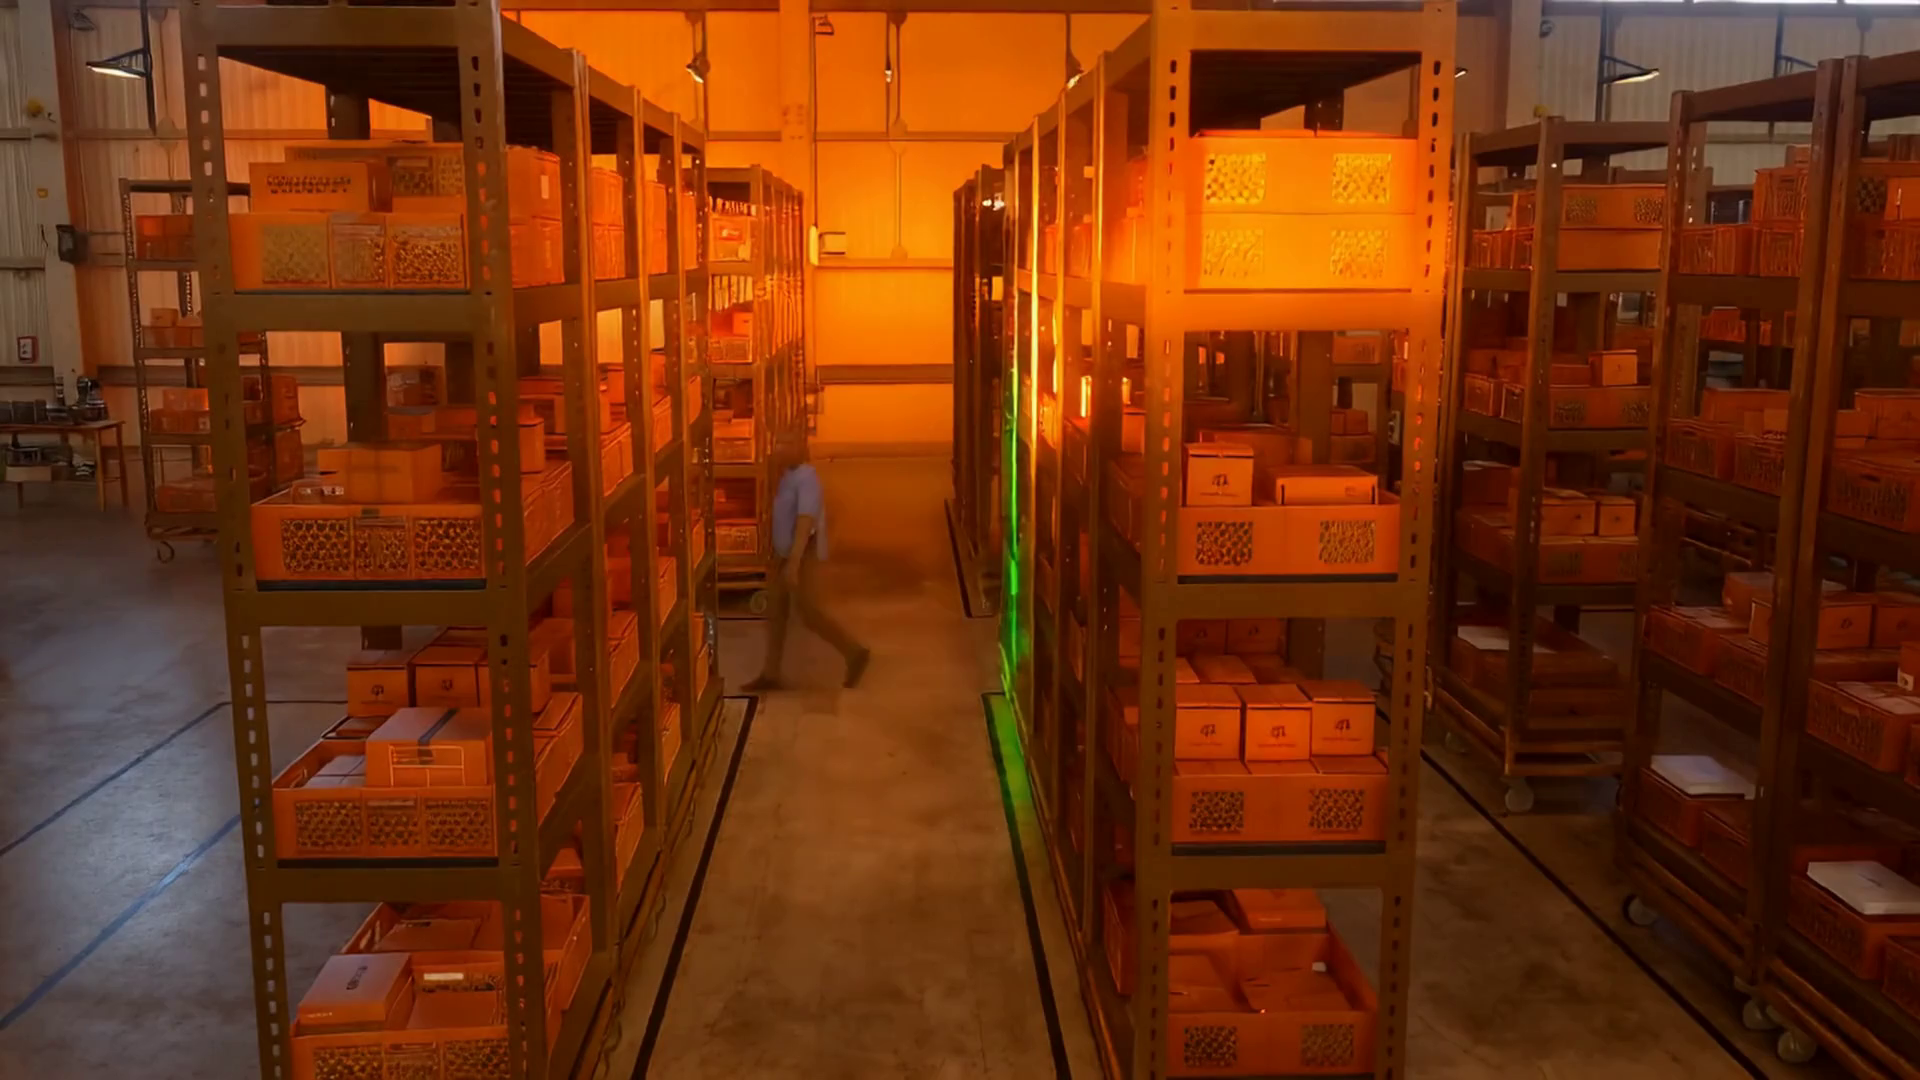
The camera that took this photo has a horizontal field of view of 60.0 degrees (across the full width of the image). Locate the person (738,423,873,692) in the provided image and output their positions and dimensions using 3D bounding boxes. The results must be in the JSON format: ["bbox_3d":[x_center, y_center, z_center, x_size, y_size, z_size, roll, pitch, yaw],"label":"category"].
[{"bbox_3d":[-1.044,0.120,11.124,0.838,1.820,0.570,-4,11,-22],"label":"person"}]
